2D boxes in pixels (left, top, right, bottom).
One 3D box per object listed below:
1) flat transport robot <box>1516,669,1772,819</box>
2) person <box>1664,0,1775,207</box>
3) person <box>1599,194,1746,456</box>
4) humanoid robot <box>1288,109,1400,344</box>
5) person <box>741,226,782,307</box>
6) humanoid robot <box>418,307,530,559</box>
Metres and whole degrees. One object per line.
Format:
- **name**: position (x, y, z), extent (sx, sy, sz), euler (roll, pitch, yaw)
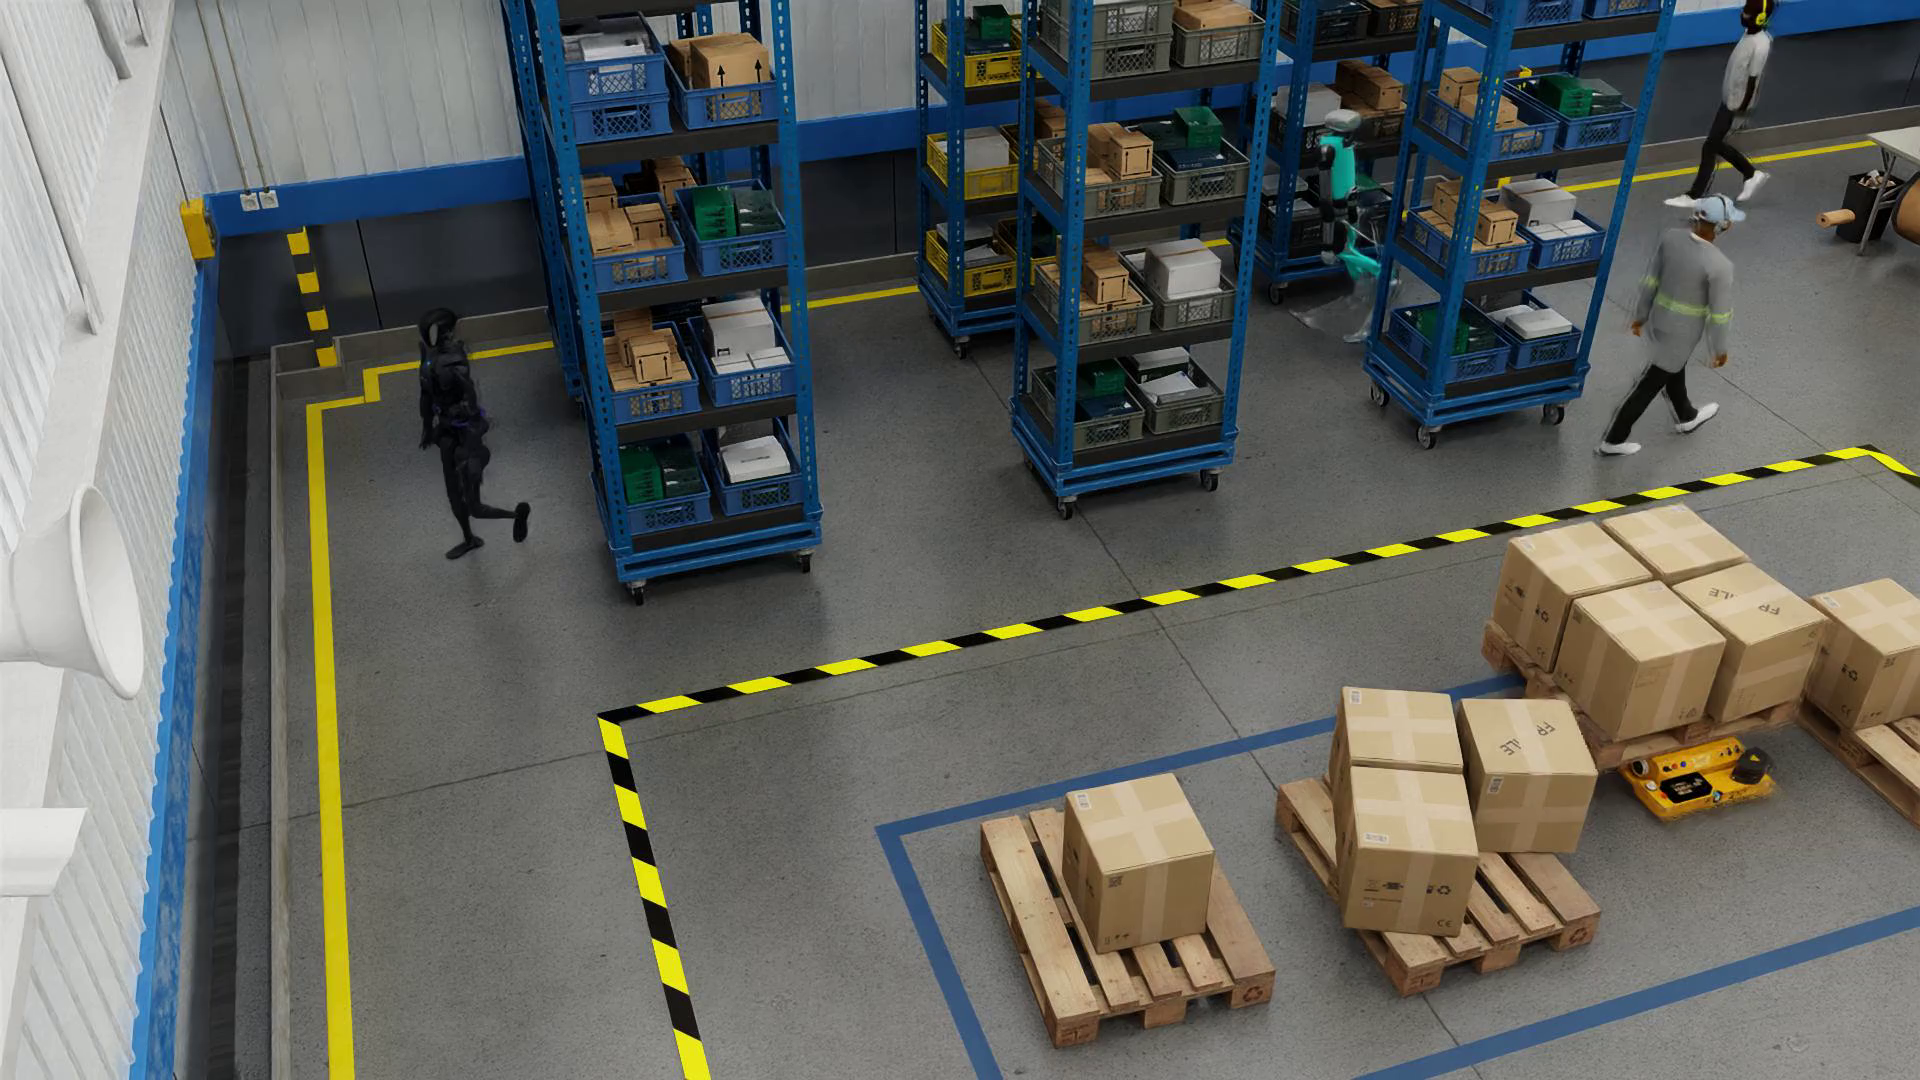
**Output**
- **flat transport robot**: position (3.545, 0.861, 8.811), extent (0.652, 0.197, 1.431), euler (-11, 37, -15)
- **person**: position (6.471, -3.621, 13.821), extent (0.712, 1.852, 0.503), euler (6, 36, 9)
- **person**: position (4.685, -1.367, 10.659), extent (0.971, 1.797, 0.618), euler (-10, 36, -13)
- **humanoid robot**: position (2.862, -2.153, 11.820), extent (1.005, 1.718, 0.549), euler (20, 40, 26)
- **person**: position (-1.269, -1.327, 10.674), extent (0.413, 1.716, 0.585), euler (0, 35, 0)
- **humanoid robot**: position (-2.893, -0.641, 9.743), extent (0.601, 1.641, 0.512), euler (29, 45, 35)
